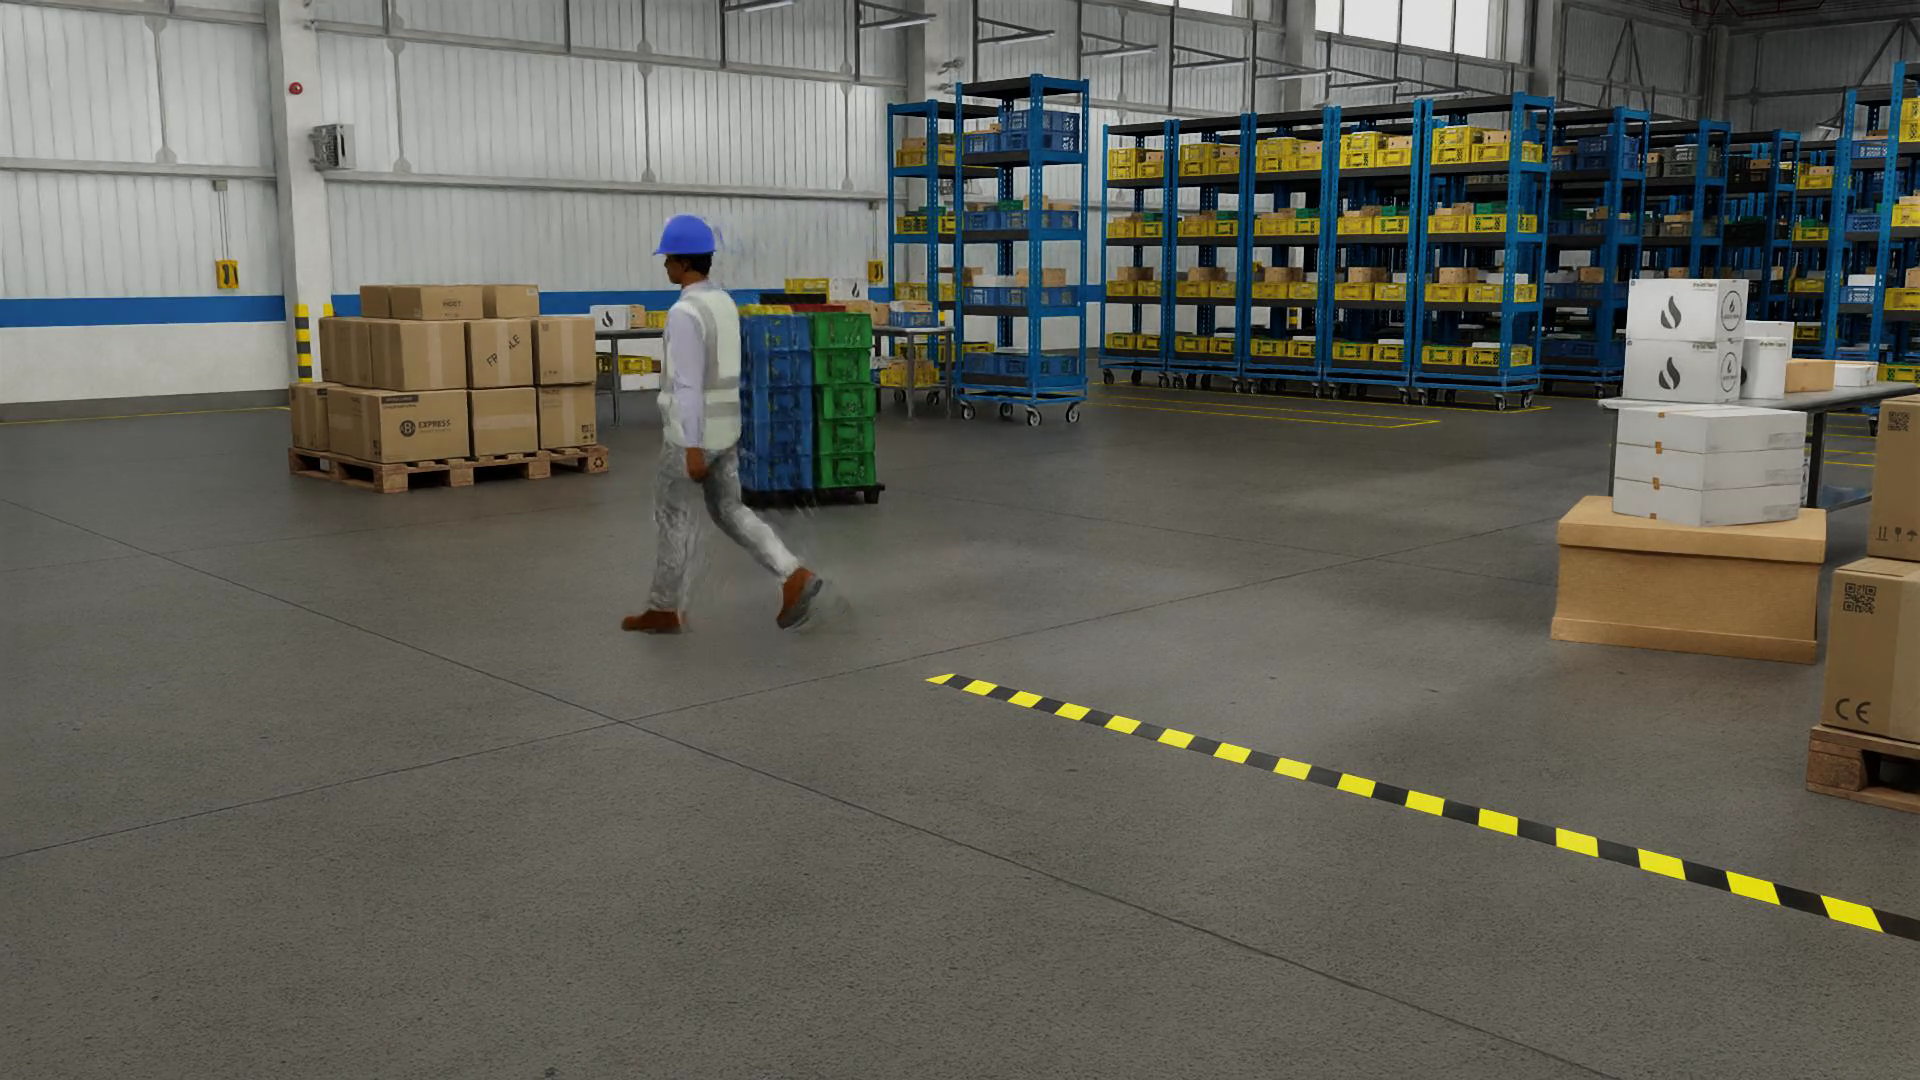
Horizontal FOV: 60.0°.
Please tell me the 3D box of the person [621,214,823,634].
[{"bbox_3d":[-1.106,-0.503,7.536,0.880,1.924,0.616,3,10,16],"label":"person"}]
